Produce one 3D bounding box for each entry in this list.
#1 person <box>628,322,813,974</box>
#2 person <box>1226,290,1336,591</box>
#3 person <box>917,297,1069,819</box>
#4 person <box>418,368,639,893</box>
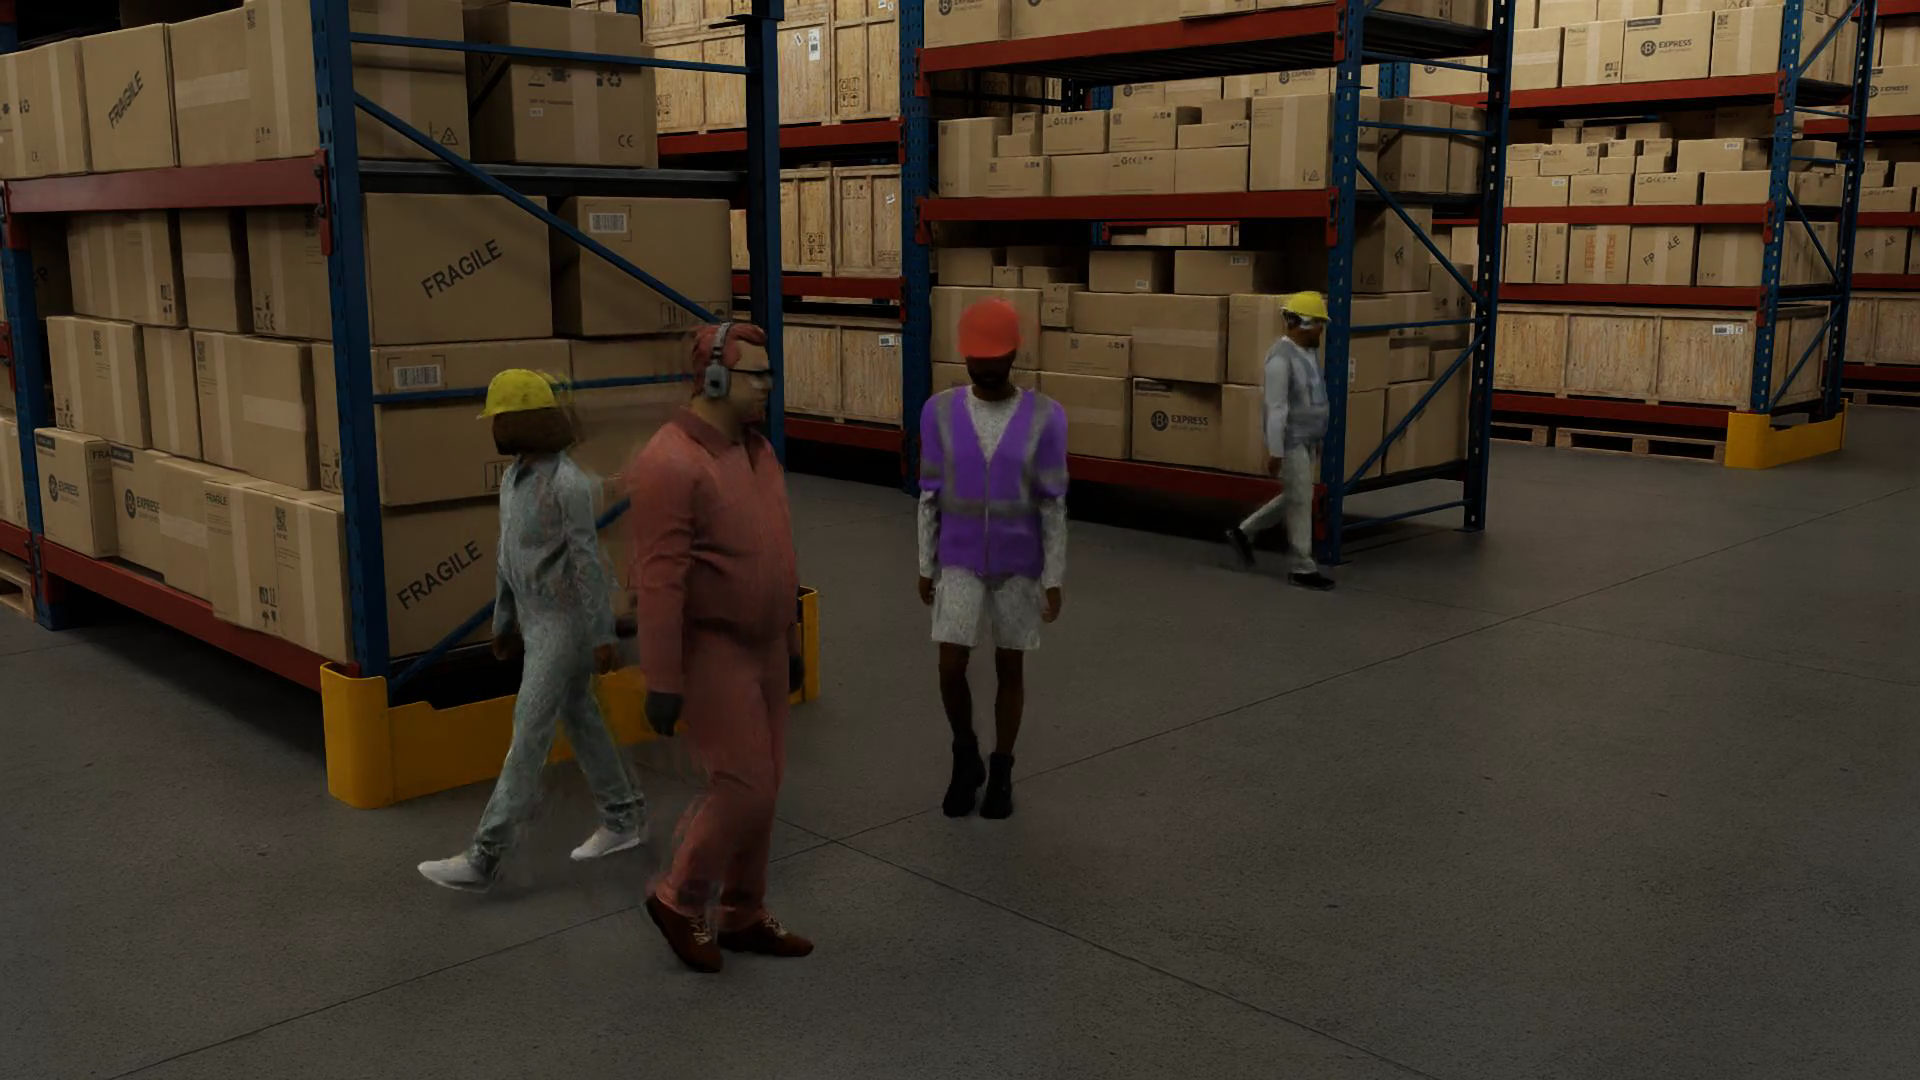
[{"bbox_3d":[-0.646,0.325,4.787,0.431,1.886,0.672,4,11,21],"label":"person"},{"bbox_3d":[2.008,-0.625,10.191,0.714,1.804,0.615,6,12,30],"label":"person"},{"bbox_3d":[0.115,0.086,6.015,0.565,1.914,0.481,2,11,8],"label":"person"},{"bbox_3d":[-1.441,0.295,5.467,0.882,1.690,0.492,-9,14,-40],"label":"person"}]
